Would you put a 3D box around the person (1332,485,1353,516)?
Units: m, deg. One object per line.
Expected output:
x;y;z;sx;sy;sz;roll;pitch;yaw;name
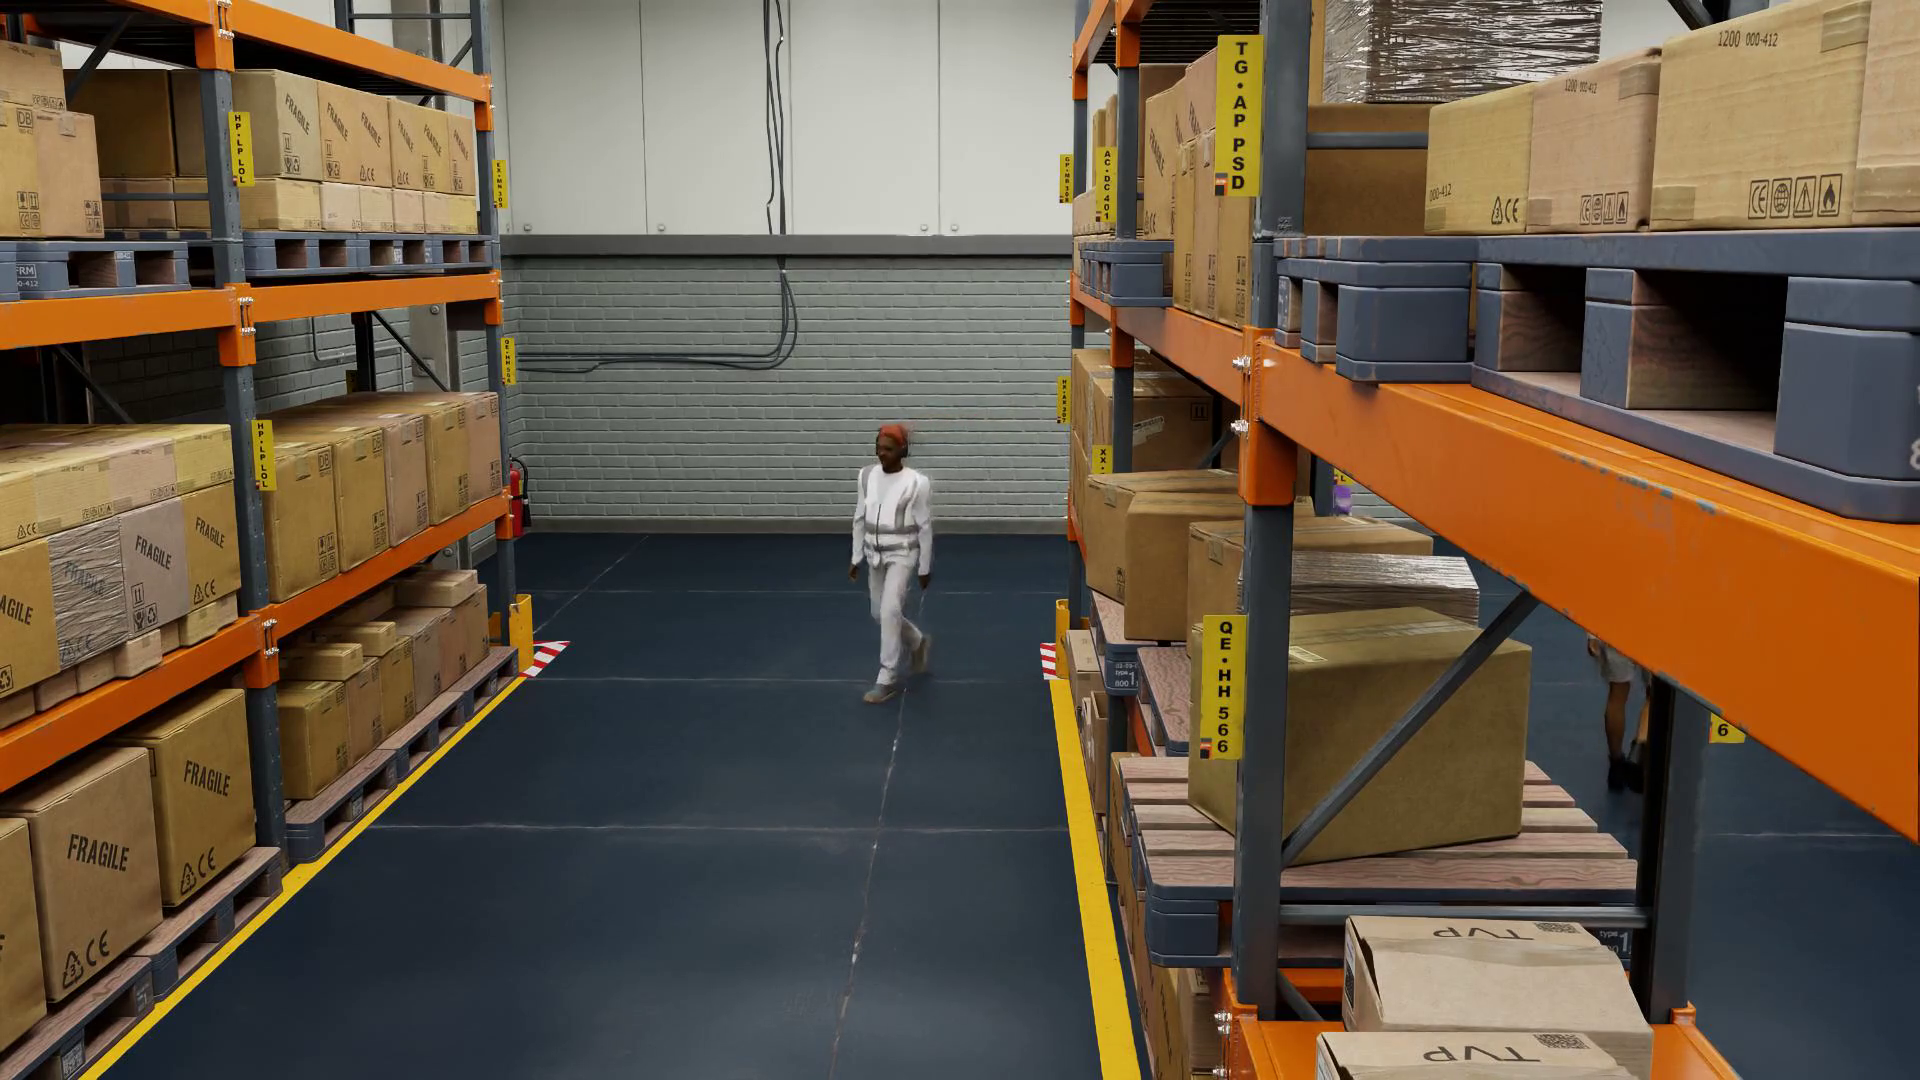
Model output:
2.401;0.074;11.378;0.580;1.897;0.927;-1;10;-6;person

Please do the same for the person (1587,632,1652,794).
3.697;0.474;9.097;0.562;1.918;0.554;5;11;28;person

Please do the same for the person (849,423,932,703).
-0.423;0.120;11.278;0.578;1.857;0.828;7;12;35;person
